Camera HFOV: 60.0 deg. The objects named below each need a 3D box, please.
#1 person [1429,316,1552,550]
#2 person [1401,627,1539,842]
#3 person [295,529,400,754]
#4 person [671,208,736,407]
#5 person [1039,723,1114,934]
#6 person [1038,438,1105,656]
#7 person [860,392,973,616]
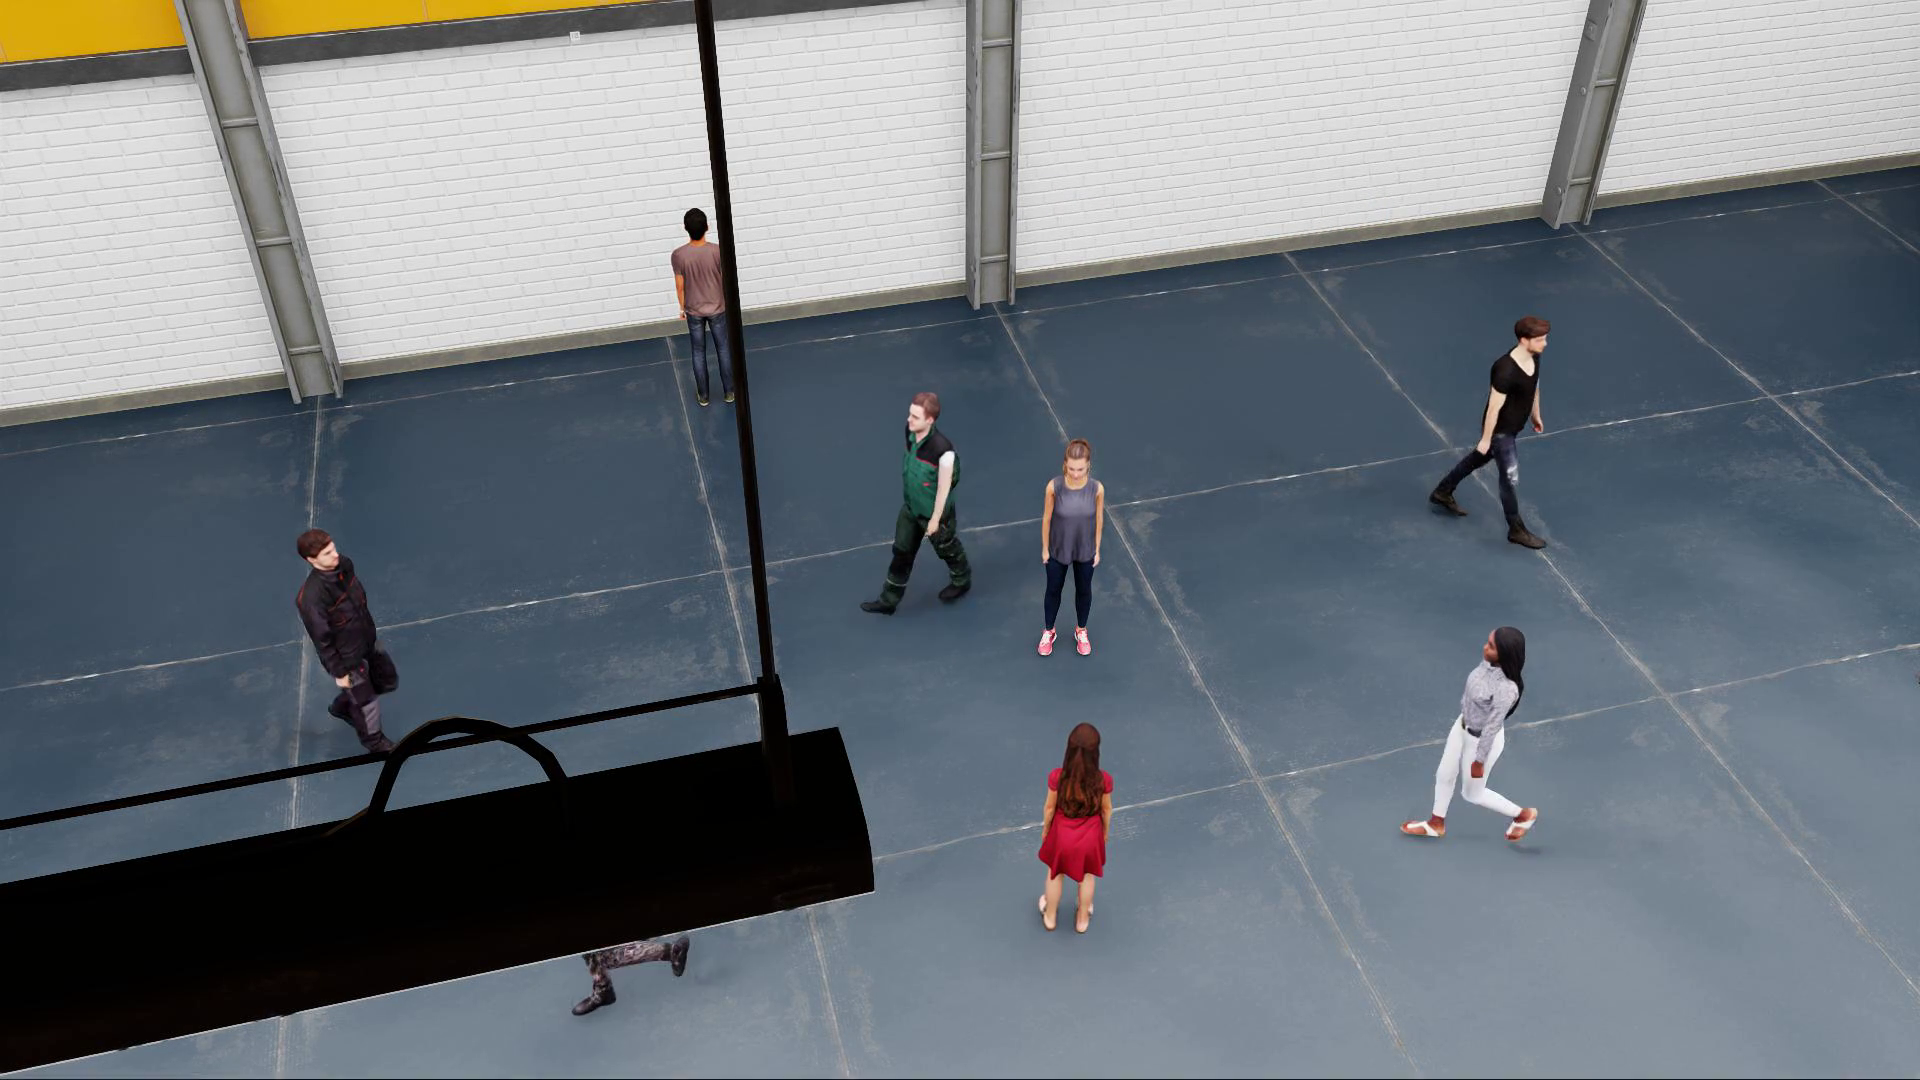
[{"bbox_3d":[3.925,-0.860,12.281,1.219,1.853,1.236,25,45,28],"label":"person"},{"bbox_3d":[3.139,1.198,9.823,1.072,1.704,0.799,2,39,3],"label":"person"},{"bbox_3d":[-3.882,0.675,10.381,0.966,1.826,0.897,6,39,7],"label":"person"},{"bbox_3d":[-2.082,-1.902,13.645,0.519,1.780,0.711,-4,39,-6],"label":"person"},{"bbox_3d":[0.651,1.646,9.386,0.612,1.550,0.682,0,39,0],"label":"person"},{"bbox_3d":[0.755,0.057,11.237,0.548,1.723,0.672,0,39,1],"label":"person"},{"bbox_3d":[-0.140,-0.244,11.557,1.200,1.793,0.939,-26,46,-29],"label":"person"}]
